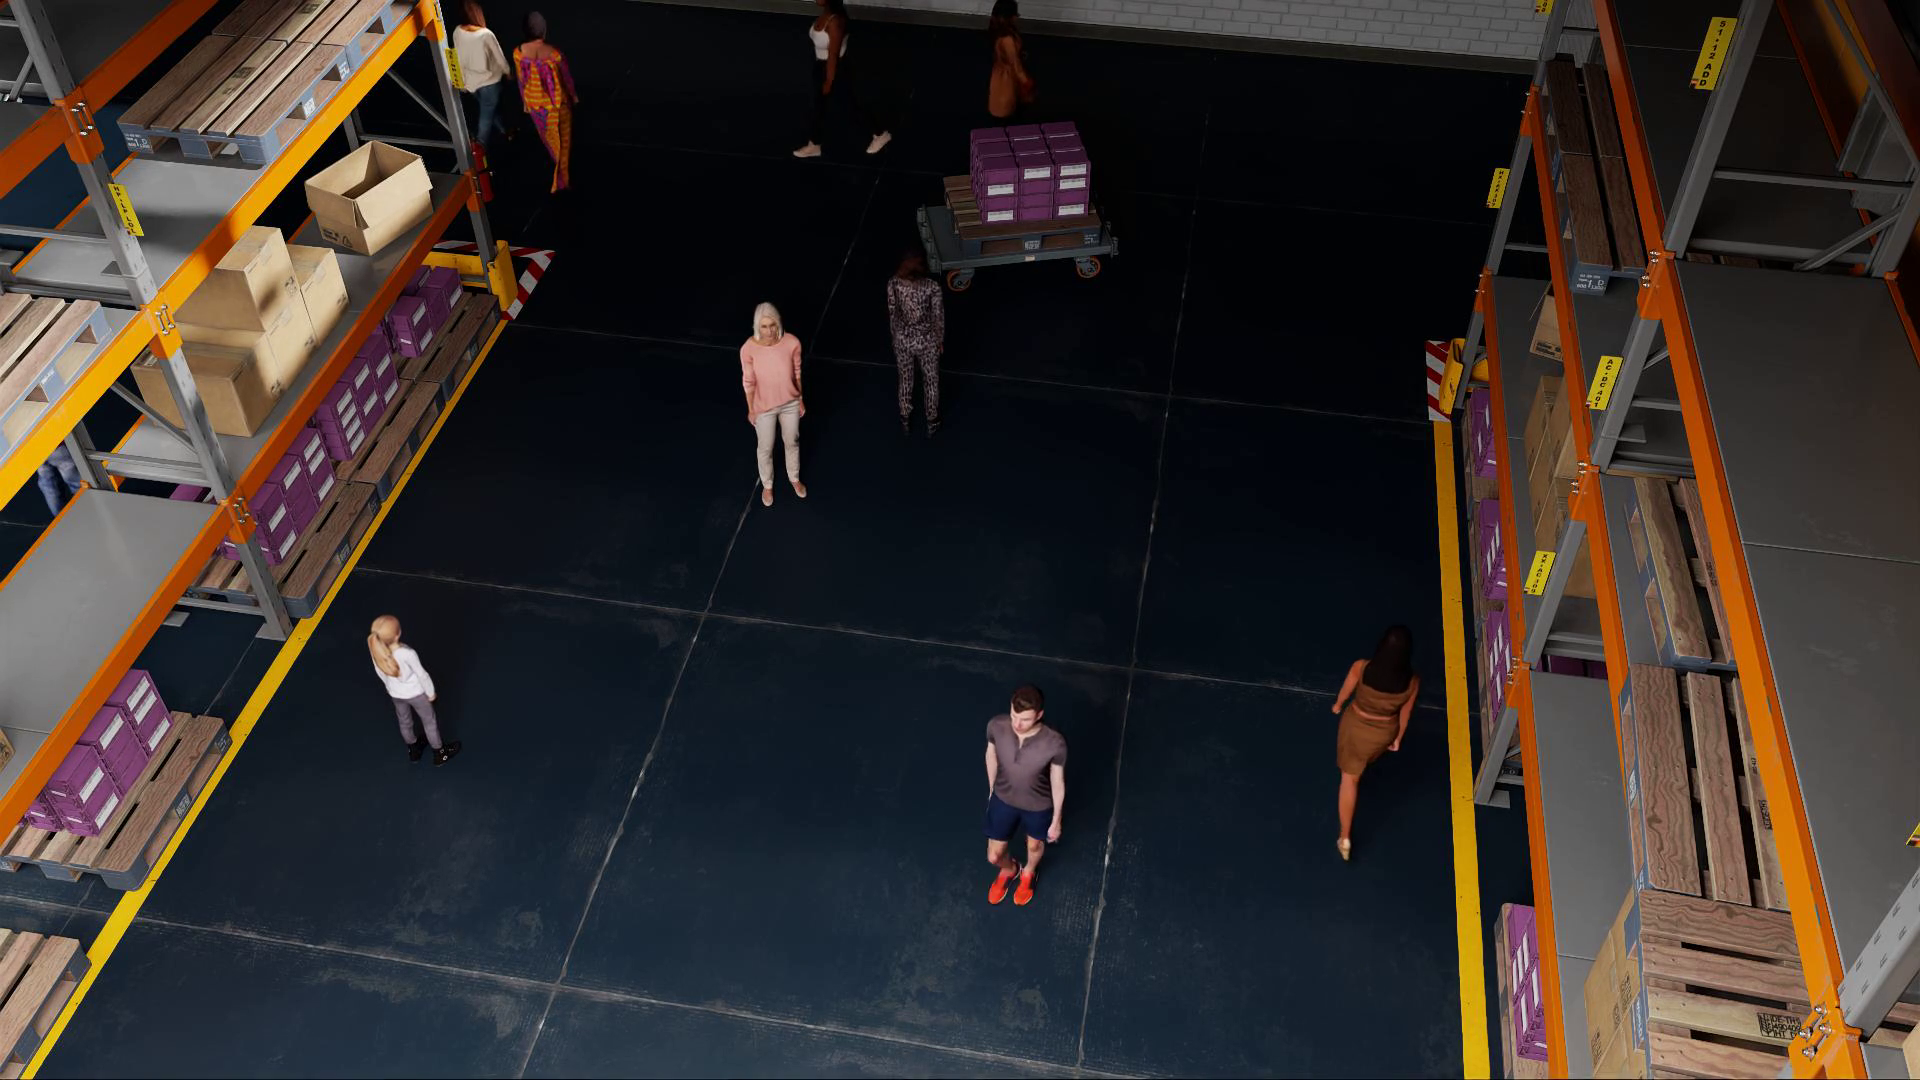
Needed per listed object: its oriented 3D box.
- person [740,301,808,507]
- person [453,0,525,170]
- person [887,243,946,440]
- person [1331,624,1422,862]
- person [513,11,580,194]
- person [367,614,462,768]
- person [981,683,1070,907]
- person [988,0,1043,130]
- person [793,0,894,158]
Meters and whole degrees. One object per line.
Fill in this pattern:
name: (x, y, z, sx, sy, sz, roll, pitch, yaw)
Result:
person: (-1.328, -1.002, 11.990, 0.684, 1.725, 0.686, -13, 45, -14)
person: (-4.444, -4.152, 15.358, 0.798, 1.641, 1.107, 18, 47, 18)
person: (-0.328, -1.500, 12.520, 0.567, 1.715, 0.547, 8, 44, 8)
person: (2.384, 1.188, 9.748, 0.587, 1.648, 1.039, 7, 44, 7)
person: (-3.772, -4.008, 15.198, 0.686, 1.653, 1.152, 4, 44, 4)
person: (-3.417, 0.930, 10.286, 0.503, 1.279, 0.512, 11, 45, 11)
person: (0.407, 1.395, 9.392, 0.688, 1.839, 0.684, 13, 45, 13)
person: (0.360, -4.167, 15.335, 0.849, 1.694, 0.854, -5, 44, -5)
person: (-1.068, -4.341, 15.460, 1.066, 1.774, 1.207, -13, 45, -13)
